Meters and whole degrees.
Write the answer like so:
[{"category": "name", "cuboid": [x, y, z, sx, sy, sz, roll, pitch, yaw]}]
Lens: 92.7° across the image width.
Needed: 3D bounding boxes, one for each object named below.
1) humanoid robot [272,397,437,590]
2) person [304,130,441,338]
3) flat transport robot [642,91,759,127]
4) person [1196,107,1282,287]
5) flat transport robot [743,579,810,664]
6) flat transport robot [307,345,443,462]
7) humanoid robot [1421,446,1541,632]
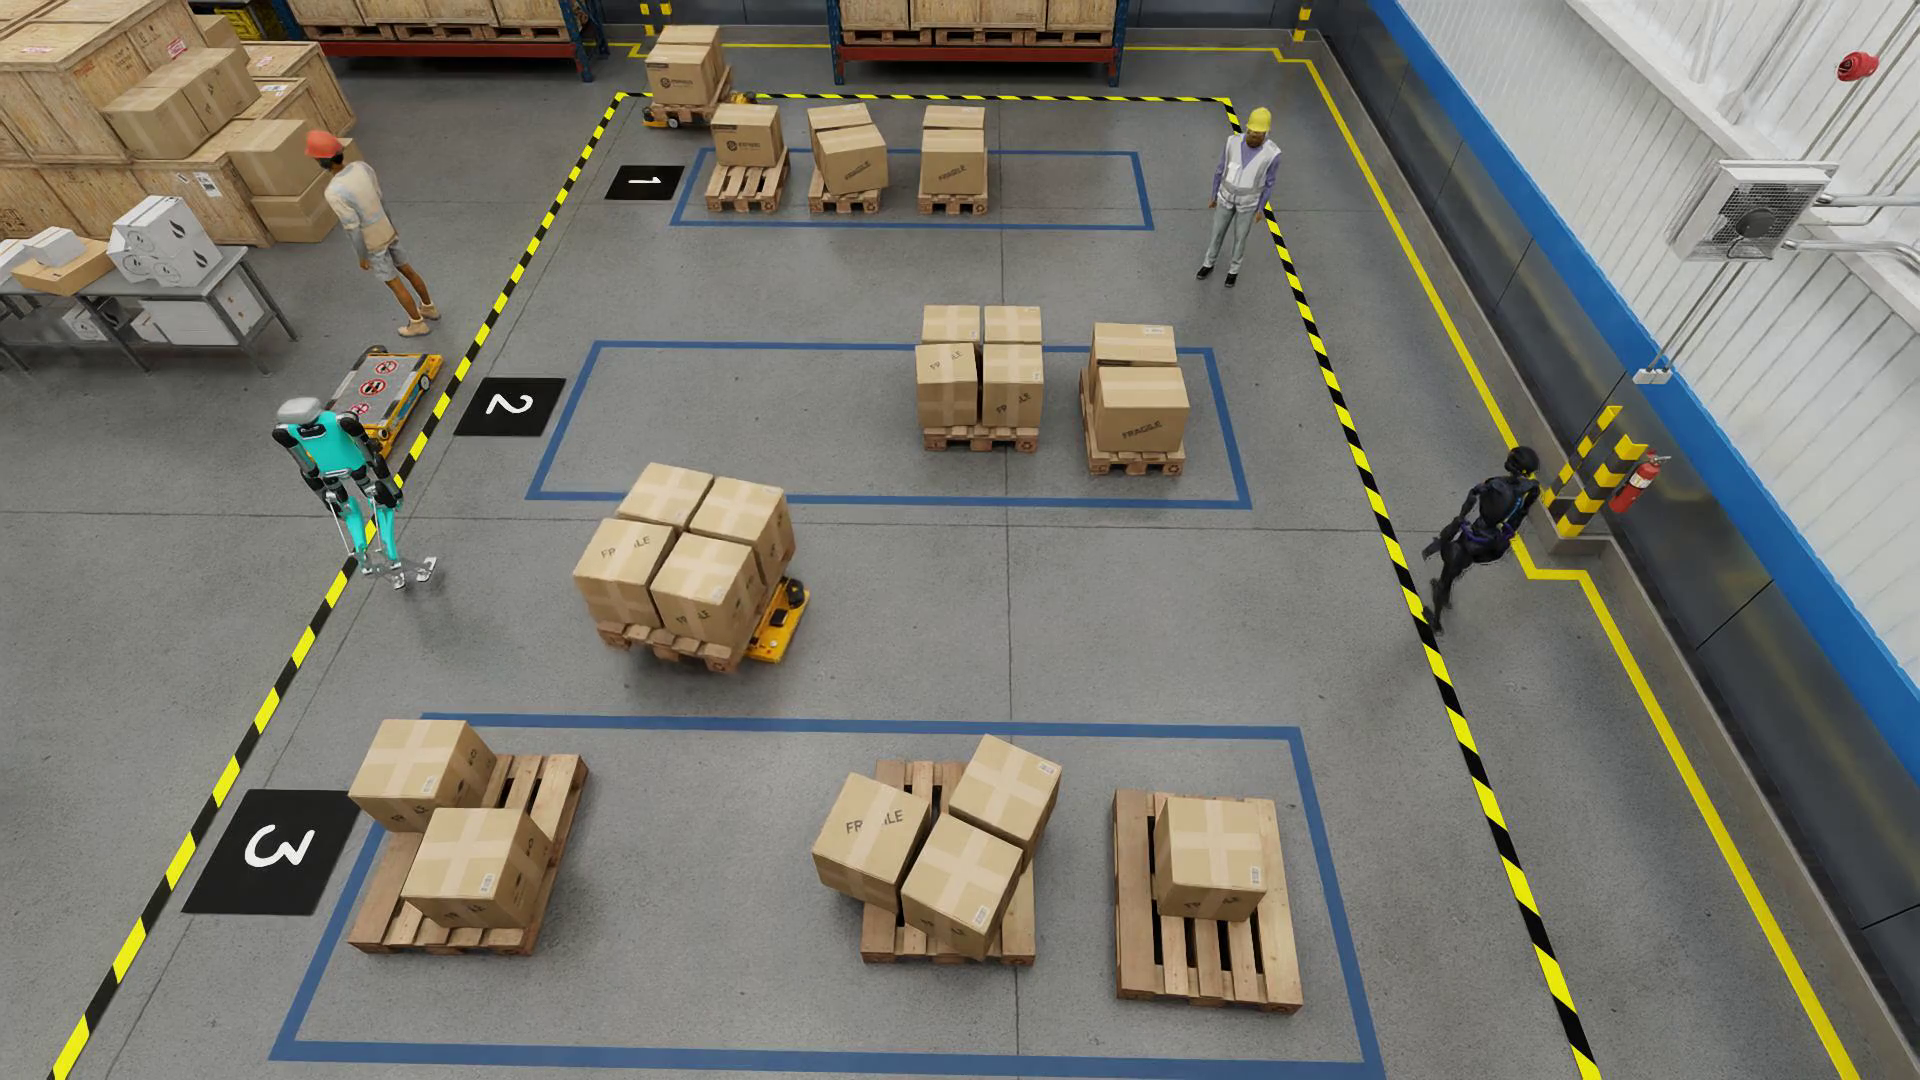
[{"category": "humanoid robot", "cuboid": [-4.277, -0.197, 6.487, 0.533, 1.672, 0.735, -11, 51, -9]}, {"category": "person", "cuboid": [-5.504, -2.838, 8.605, 0.365, 2.048, 0.607, 4, 50, 3]}, {"category": "flat transport robot", "cuboid": [-3.453, -5.752, 12.216, 1.431, 0.197, 0.652, 1, 50, 1]}, {"category": "person", "cuboid": [2.807, -3.435, 9.245, 0.592, 1.837, 0.404, 23, 54, 19]}, {"category": "flat transport robot", "cuboid": [-1.932, 0.471, 6.951, 1.431, 0.197, 0.652, 12, 51, 10]}, {"category": "flat transport robot", "cuboid": [-5.383, -1.269, 8.441, 0.659, 0.231, 1.431, 1, 50, 1]}, {"category": "humanoid robot", "cuboid": [3.608, -0.020, 6.468, 0.608, 1.640, 0.532, -7, 50, -6]}]
